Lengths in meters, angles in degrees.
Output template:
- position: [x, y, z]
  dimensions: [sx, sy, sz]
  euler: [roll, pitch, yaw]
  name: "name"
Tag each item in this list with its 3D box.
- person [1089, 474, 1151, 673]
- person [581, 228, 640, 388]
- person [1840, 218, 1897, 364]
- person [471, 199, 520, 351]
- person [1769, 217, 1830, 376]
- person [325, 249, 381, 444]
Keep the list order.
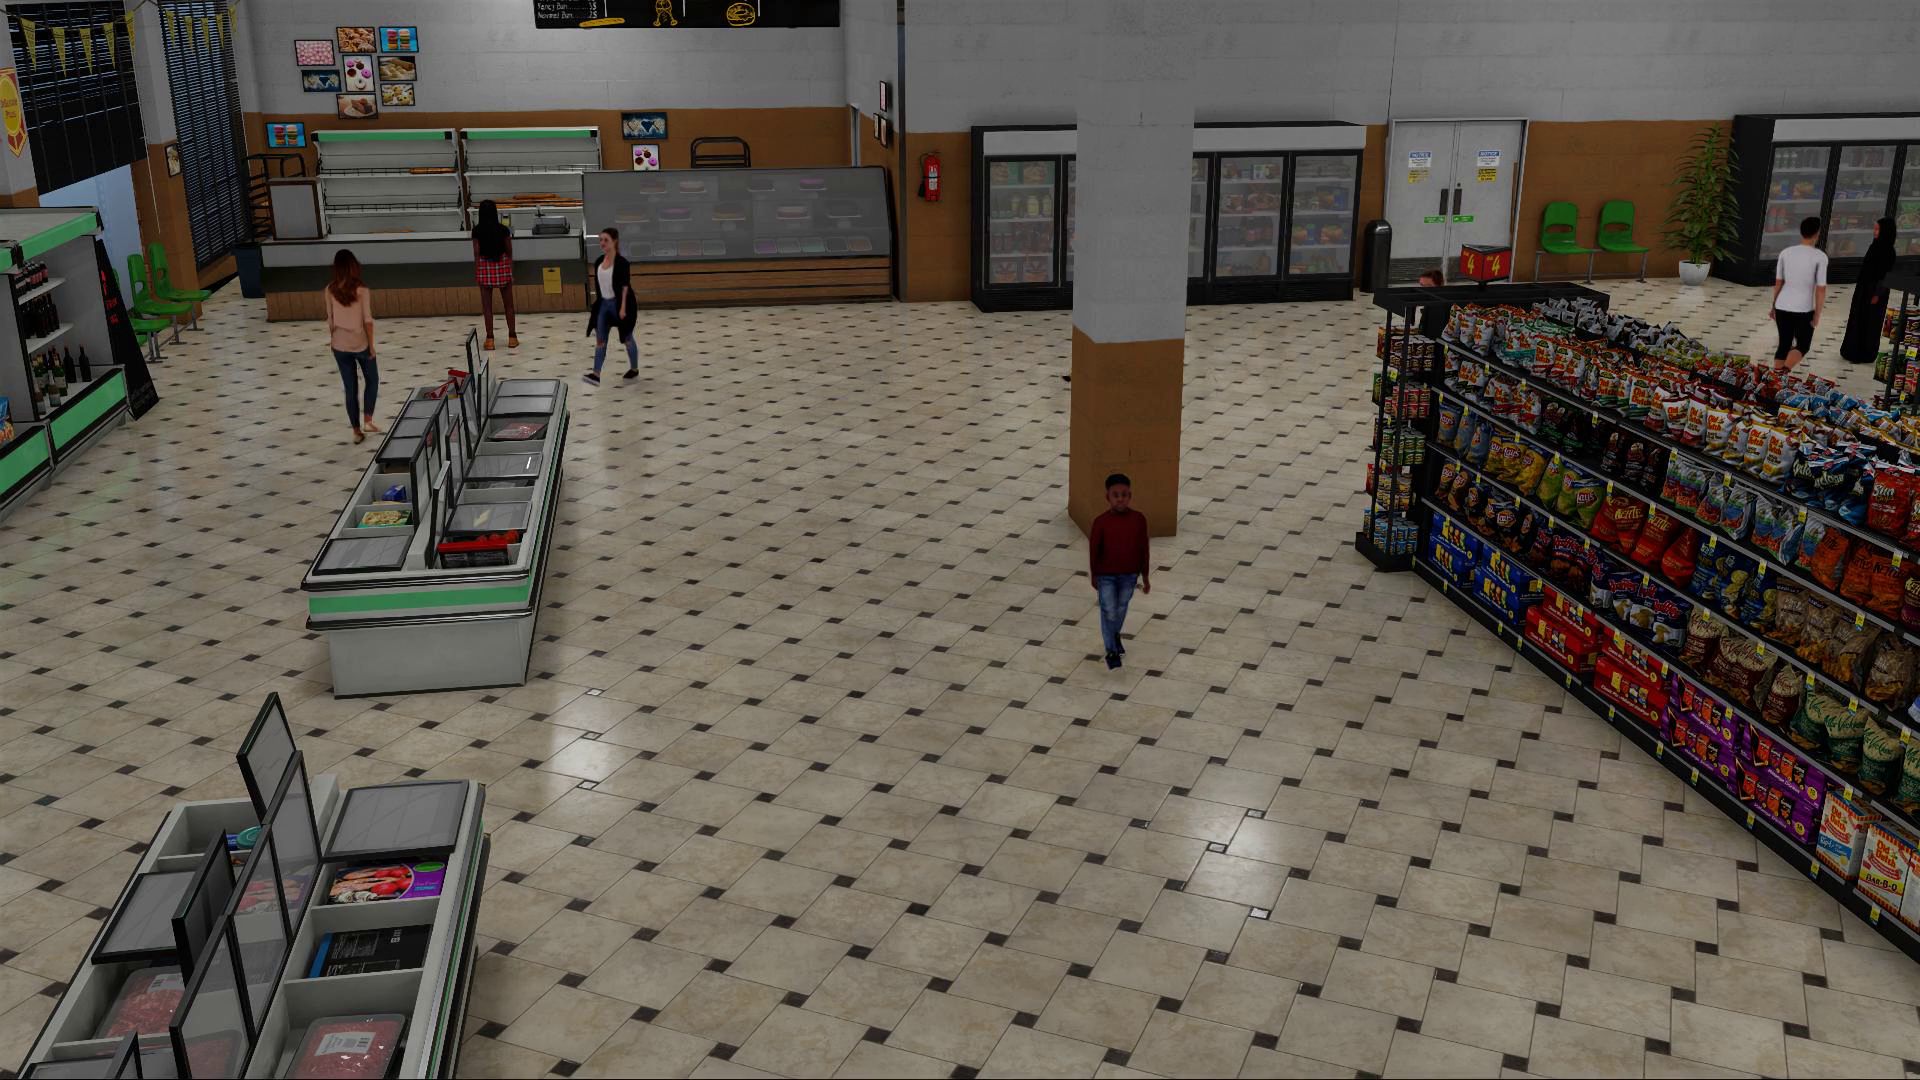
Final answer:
- position: [0.977, 0.185, 10.427]
  dimensions: [0.515, 1.221, 0.852]
  euler: [-4, 19, -11]
  name: "person"
- position: [-3.578, -2.448, 17.576]
  dimensions: [1.012, 1.643, 1.149]
  euler: [9, 21, 25]
  name: "person"
- position: [10.279, -2.817, 18.716]
  dimensions: [0.725, 1.615, 0.616]
  euler: [2, 19, 7]
  name: "person"
- position: [-5.417, -3.091, 19.350]
  dimensions: [0.662, 1.728, 0.668]
  euler: [-8, 20, -22]
  name: "person"
- position: [8.499, -2.358, 17.001]
  dimensions: [0.987, 1.839, 0.966]
  euler: [-16, 25, -40]
  name: "person"
- position: [-5.620, -1.753, 15.310]
  dimensions: [0.631, 1.774, 0.644]
  euler: [-1, 19, -4]
  name: "person"
